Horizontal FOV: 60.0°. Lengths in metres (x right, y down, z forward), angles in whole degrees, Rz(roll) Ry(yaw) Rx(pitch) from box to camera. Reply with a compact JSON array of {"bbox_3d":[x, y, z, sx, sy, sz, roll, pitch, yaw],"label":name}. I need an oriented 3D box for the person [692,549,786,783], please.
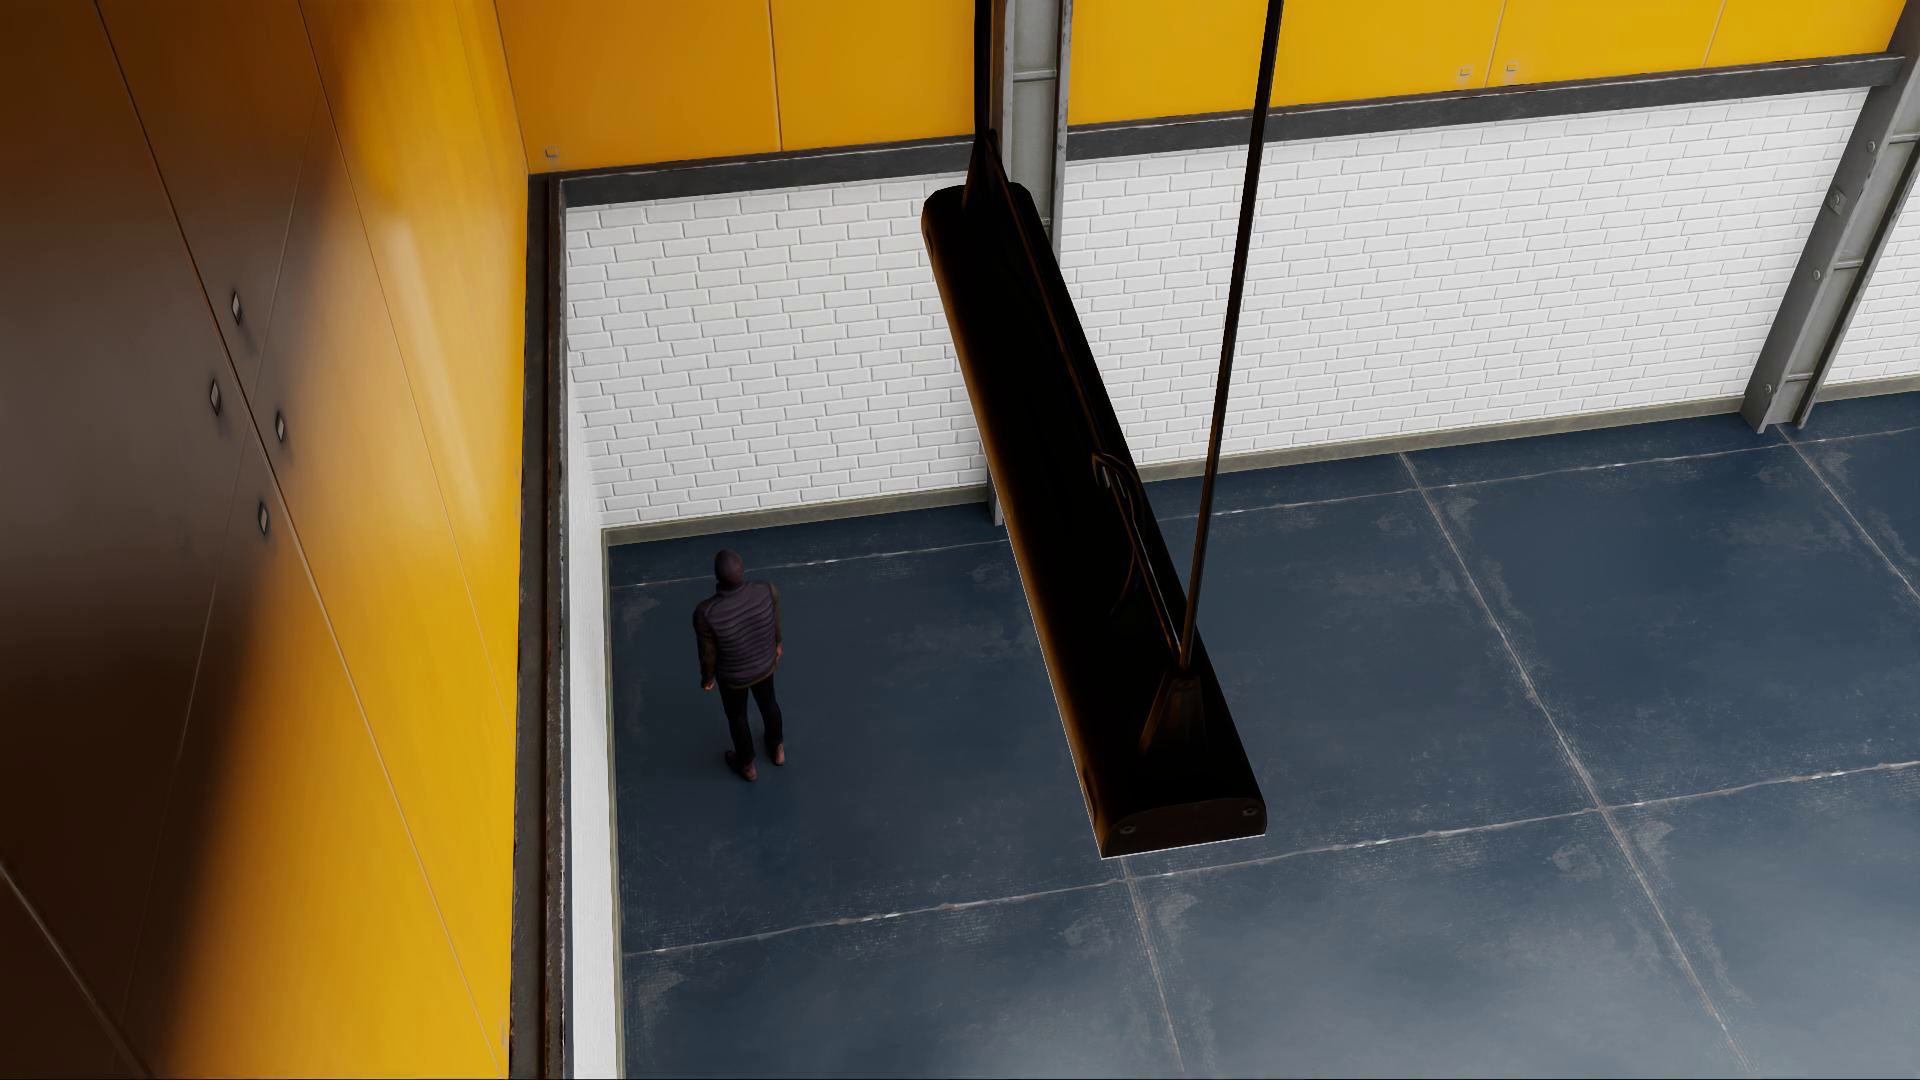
[{"bbox_3d":[-1.281,0.742,9.869,0.660,1.835,0.829,-23,48,-22],"label":"person"}]
